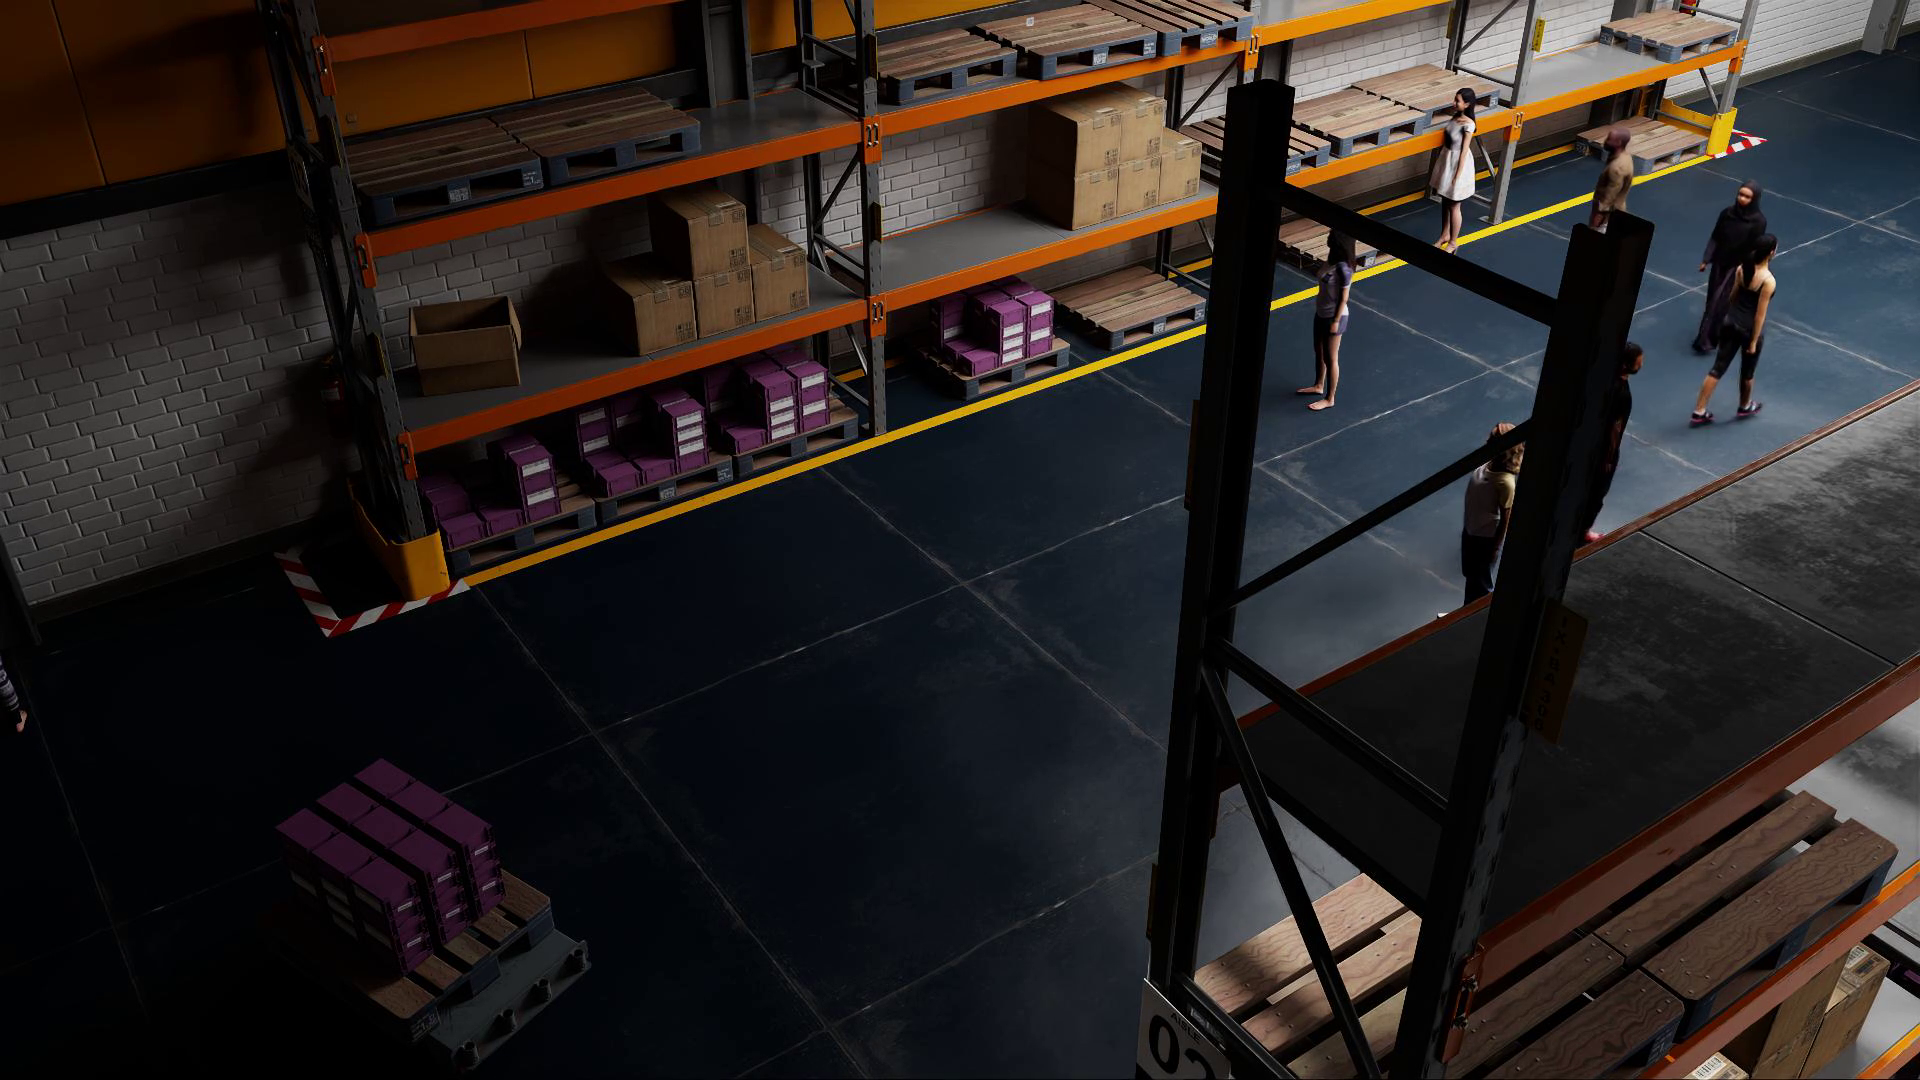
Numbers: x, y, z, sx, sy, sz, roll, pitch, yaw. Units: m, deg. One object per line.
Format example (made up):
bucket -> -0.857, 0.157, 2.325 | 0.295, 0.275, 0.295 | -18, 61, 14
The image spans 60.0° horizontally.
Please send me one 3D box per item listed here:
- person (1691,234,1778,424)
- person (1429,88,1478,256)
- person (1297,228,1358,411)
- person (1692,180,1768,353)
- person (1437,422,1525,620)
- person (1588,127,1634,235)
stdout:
person -> 6.535, -1.747, 14.058 | 1.016, 1.698, 0.704 | -13, 36, -19
person -> 5.058, -3.763, 17.026 | 0.794, 1.769, 0.774 | -3, 34, -5
person -> 3.205, -1.957, 14.367 | 0.670, 1.706, 0.672 | -5, 34, -8
person -> 7.184, -2.565, 15.365 | 0.859, 1.614, 0.611 | -22, 39, -29
person -> 3.628, -0.049, 11.481 | 0.724, 1.723, 0.713 | -2, 34, -2
person -> 6.190, -3.058, 15.912 | 0.897, 1.829, 0.809 | 9, 35, 14
